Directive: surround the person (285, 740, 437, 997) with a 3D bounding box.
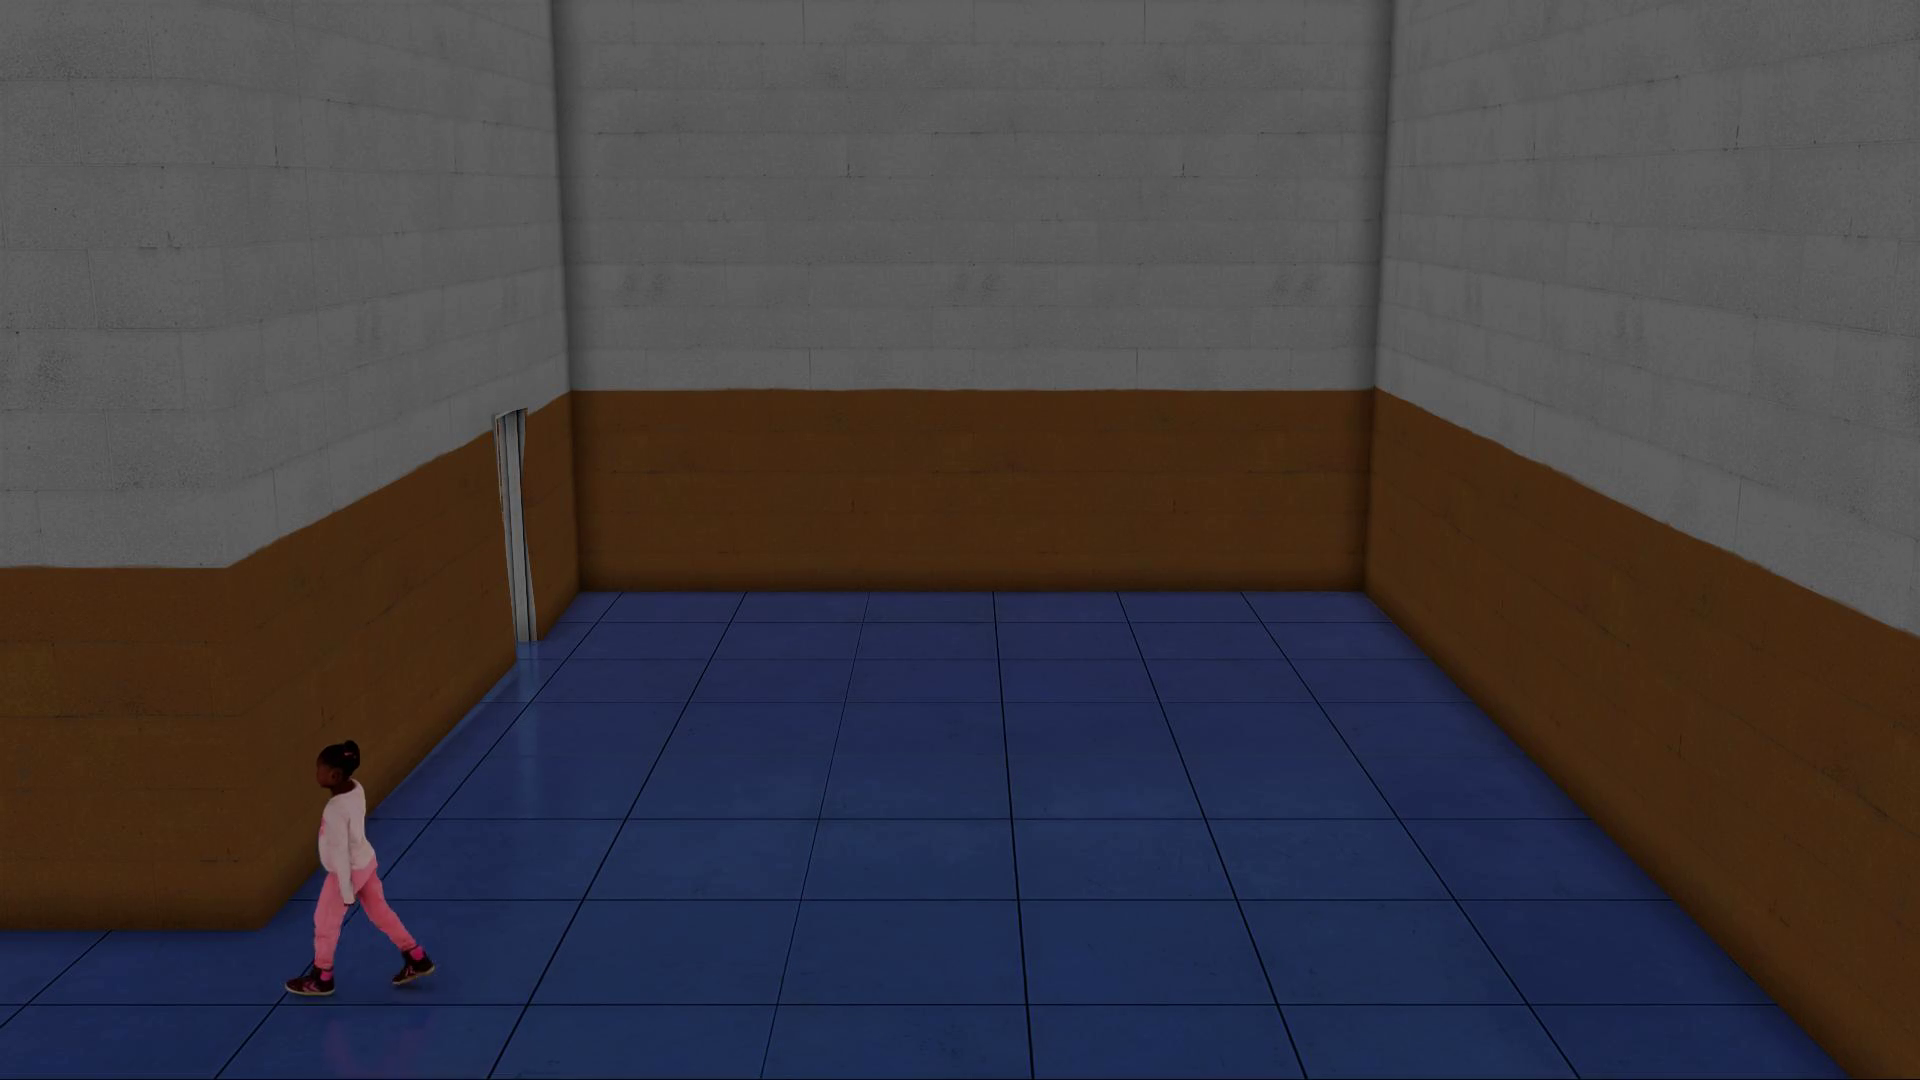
[{"bbox_3d":[-3.162,1.747,8.846,1.001,1.421,0.598,1,12,4],"label":"person"}]
